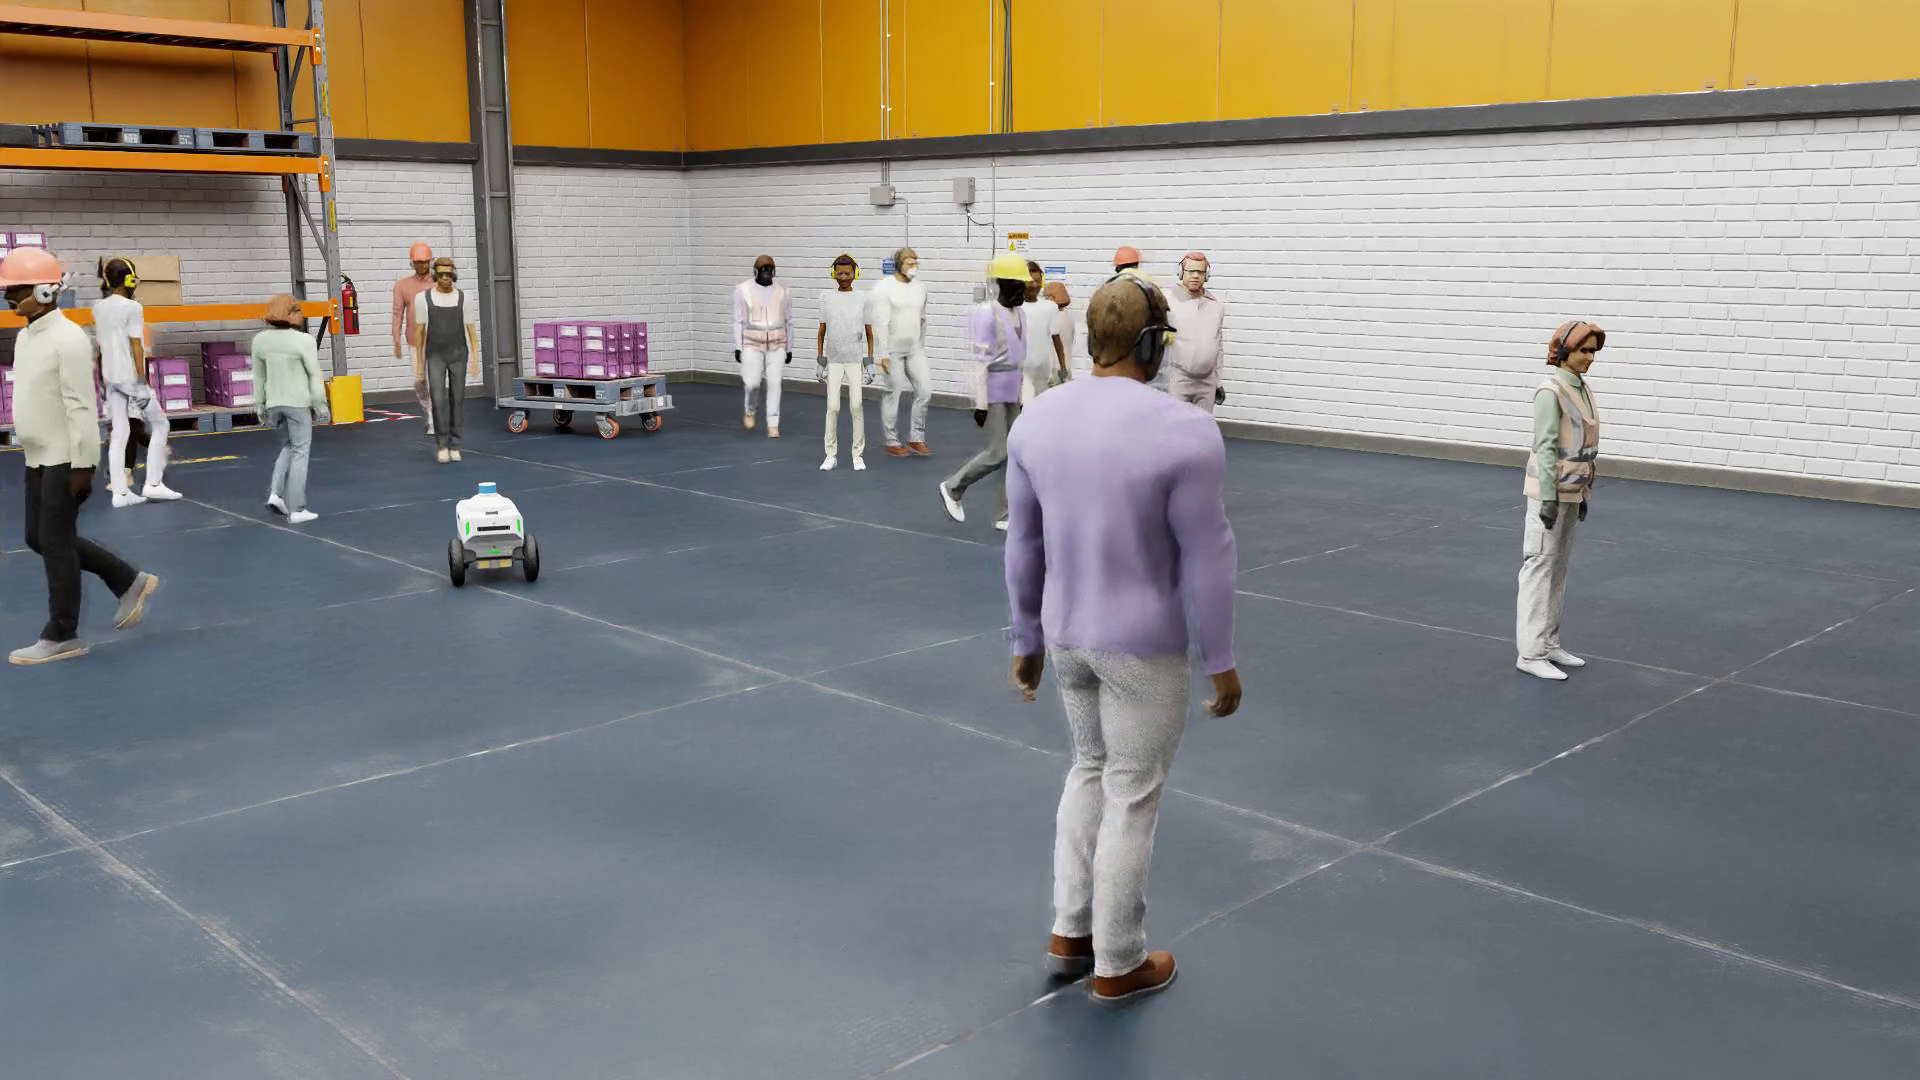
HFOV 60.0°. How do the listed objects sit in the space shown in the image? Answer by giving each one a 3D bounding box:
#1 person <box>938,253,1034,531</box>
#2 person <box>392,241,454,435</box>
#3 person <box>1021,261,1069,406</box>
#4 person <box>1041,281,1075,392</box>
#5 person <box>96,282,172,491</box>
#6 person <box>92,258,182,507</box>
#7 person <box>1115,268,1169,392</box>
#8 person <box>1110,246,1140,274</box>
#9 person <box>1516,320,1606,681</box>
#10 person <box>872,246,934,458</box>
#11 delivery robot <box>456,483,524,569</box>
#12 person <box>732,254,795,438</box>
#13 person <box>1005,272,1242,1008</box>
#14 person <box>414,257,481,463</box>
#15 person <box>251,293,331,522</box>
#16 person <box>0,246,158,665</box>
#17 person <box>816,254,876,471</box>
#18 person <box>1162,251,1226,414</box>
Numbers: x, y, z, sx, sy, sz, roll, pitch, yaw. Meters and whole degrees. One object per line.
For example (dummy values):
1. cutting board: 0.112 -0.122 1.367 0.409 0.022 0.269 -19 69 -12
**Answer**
1. person: 0.217 -0.994 11.324 0.622 1.908 0.598 6 12 29
2. person: -5.518 -2.093 17.175 0.631 1.965 0.908 -2 11 -11
3. person: 0.585 -1.316 13.348 0.540 1.827 0.978 -4 11 -22
4. person: 0.924 -1.529 15.044 0.681 1.615 0.505 8 13 36
5. person: -6.666 -1.257 13.390 0.538 1.676 0.687 4 11 22
6. person: -6.201 -1.183 12.521 0.544 1.843 0.641 4 11 23
7. person: 1.118 -0.961 11.464 0.601 1.791 0.866 -9 14 -41
8. person: 1.711 -1.945 16.500 0.478 1.914 0.581 6 12 28
9. person: 2.764 -0.188 7.673 0.313 1.638 0.513 8 13 36
10. person: -0.483 -1.681 15.037 0.648 1.916 0.655 -8 13 -37
11. delivery robot: -2.795 -0.097 9.871 0.477 0.478 0.707 -4 11 -20
12. person: -1.974 -1.949 16.739 0.644 1.831 0.508 -3 11 -17
13. person: 0.429 0.272 4.382 0.638 1.934 0.426 10 14 44
14. person: -4.529 -1.580 14.745 0.532 1.824 0.681 -4 11 -21
15. person: -4.731 -0.930 11.782 0.508 1.622 0.368 3 11 18
16. person: -4.278 -0.413 7.988 0.620 1.975 0.659 9 13 39
17. person: -0.987 -1.523 14.339 0.516 1.865 0.329 0 10 1
18. person: 1.694 -1.157 12.229 0.642 1.905 0.399 -5 12 -27
